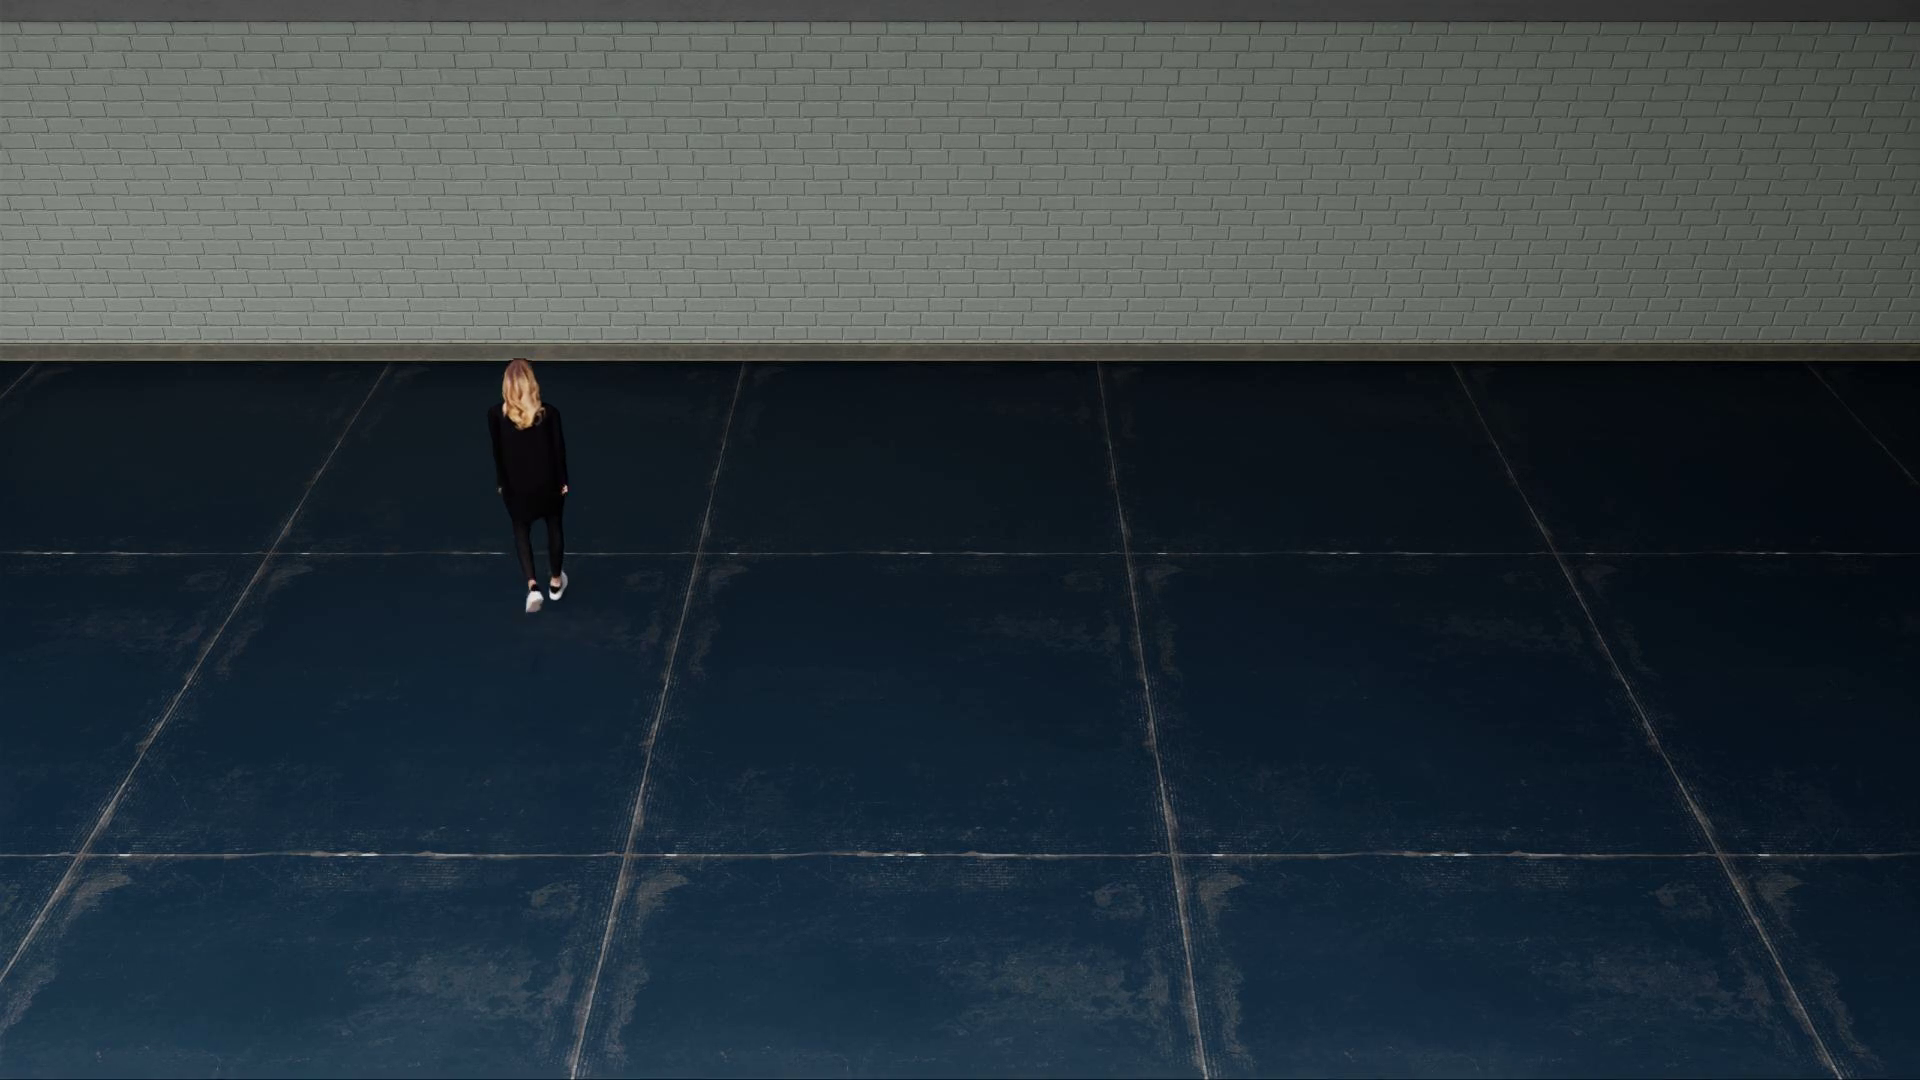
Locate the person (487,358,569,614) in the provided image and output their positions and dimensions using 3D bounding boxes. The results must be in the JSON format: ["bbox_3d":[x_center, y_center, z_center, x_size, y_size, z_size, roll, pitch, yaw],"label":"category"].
[{"bbox_3d":[-2.725,-0.291,10.584,0.692,1.787,0.940,-4,33,-6],"label":"person"}]
